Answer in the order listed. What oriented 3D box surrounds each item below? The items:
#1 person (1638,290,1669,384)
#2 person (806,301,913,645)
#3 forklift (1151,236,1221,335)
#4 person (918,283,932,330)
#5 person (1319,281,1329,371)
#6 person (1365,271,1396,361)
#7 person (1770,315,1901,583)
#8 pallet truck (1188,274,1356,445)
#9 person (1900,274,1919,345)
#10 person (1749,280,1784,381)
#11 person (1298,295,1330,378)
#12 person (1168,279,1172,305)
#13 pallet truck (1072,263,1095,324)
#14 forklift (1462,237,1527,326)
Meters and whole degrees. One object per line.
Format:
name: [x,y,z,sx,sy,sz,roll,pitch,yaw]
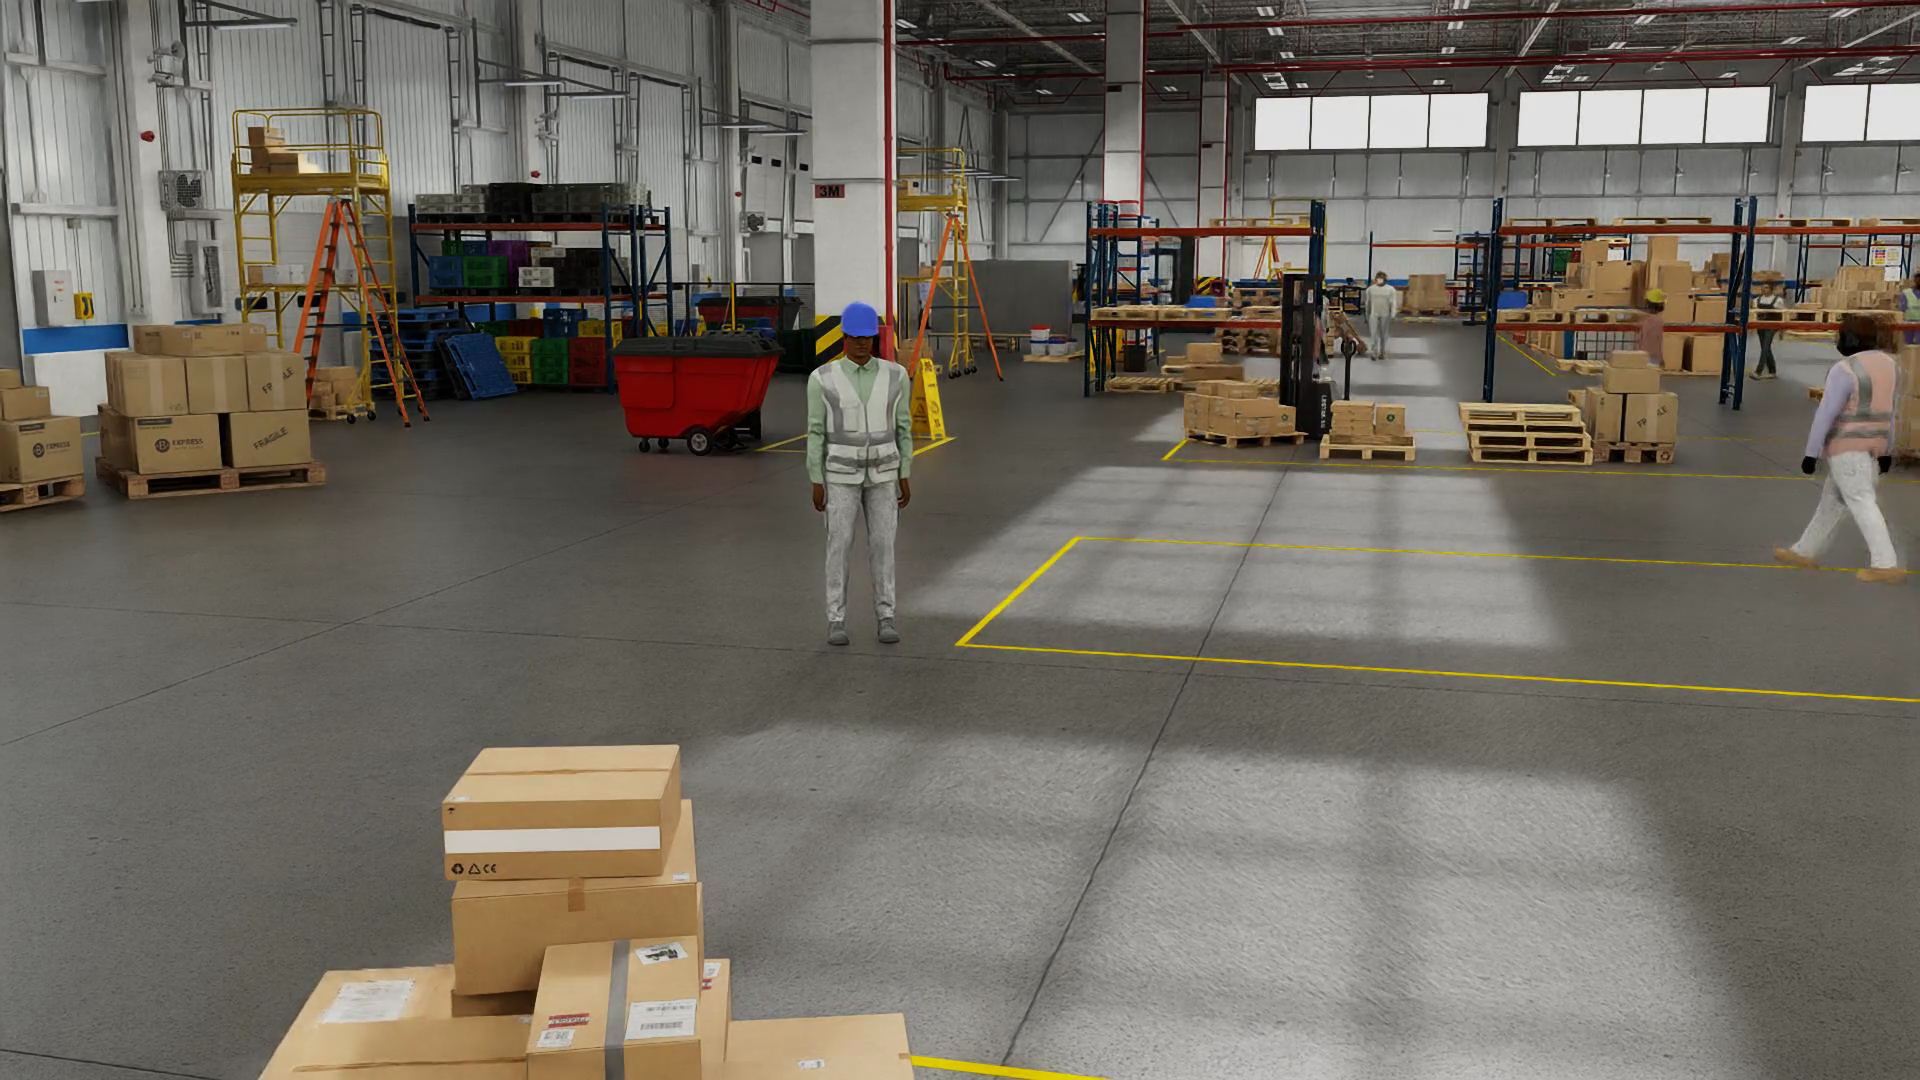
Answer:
person: [9.086,-2.401,21.851,0.406,1.752,0.533,1,10,8]
person: [-0.560,-0.363,9.335,0.600,1.940,0.422,-3,10,-15]
forklift: [6.407,-7.191,46.742,1.873,2.768,1.129,2,10,14]
person: [-1.026,-7.315,50.294,0.392,1.928,0.543,9,13,44]
person: [6.895,-4.114,31.985,0.483,1.738,0.320,-4,10,-21]
person: [8.913,-4.742,35.249,0.645,1.896,1.005,3,10,19]
person: [6.021,-0.622,11.283,0.649,1.791,0.980,-6,11,-32]
pallet truck: [3.653,-2.138,19.590,1.885,1.965,0.823,-4,10,-20]
person: [18.777,-4.289,32.666,0.589,1.866,1.036,5,11,27]
person: [14.366,-3.730,29.609,1.020,1.790,0.494,-6,11,-32]
person: [4.829,-2.472,22.511,0.803,1.660,0.551,6,11,30]
person: [6.218,-7.019,48.727,0.678,1.864,0.573,-4,10,-20]
pallet truck: [4.325,-8.180,55.162,0.823,1.965,1.885,6,11,31]
forklift: [16.897,-8.150,52.391,1.873,2.768,1.129,2,10,14]
